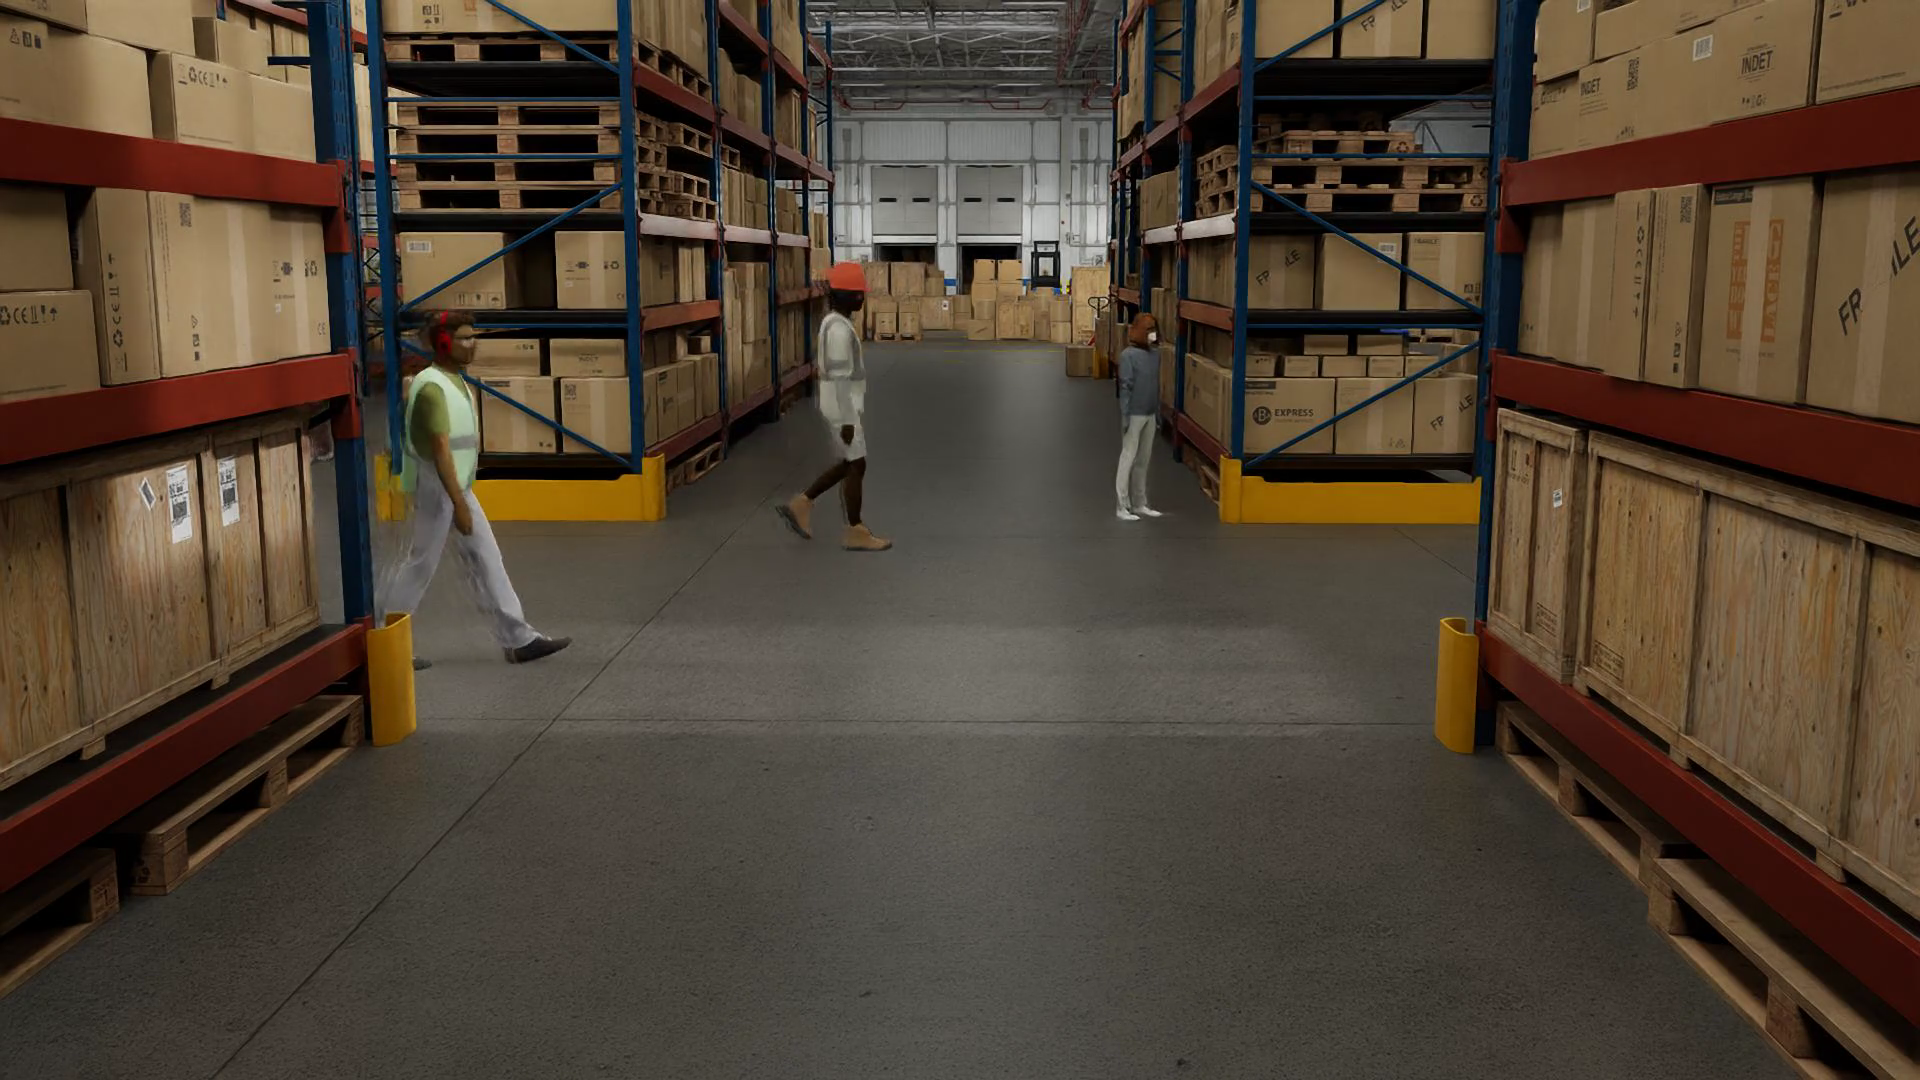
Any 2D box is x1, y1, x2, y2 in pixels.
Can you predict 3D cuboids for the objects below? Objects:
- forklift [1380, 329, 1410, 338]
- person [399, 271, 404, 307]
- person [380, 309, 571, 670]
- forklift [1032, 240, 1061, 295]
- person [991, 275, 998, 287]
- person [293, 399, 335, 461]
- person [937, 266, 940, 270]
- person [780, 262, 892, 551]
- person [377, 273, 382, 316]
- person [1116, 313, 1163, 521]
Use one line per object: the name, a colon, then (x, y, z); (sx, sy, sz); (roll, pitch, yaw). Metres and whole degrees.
forklift: (5.389, -3.361, 23.692); (1.873, 2.768, 1.129); (0, 9, 1)
person: (-18.529, -8.123, 55.679); (0.578, 1.729, 0.488); (-1, 9, -3)
person: (-2.490, -0.233, 8.211); (0.986, 1.790, 0.601); (0, 9, -2)
forklift: (3.172, -9.648, 61.356); (1.129, 2.768, 1.873); (0, 9, 1)
person: (1.395, -9.695, 65.419); (0.697, 1.608, 0.527); (5, 11, 29)
person: (-6.618, -1.662, 16.602); (0.638, 1.858, 1.004); (1, 9, 3)
person: (-0.886, -9.199, 61.650); (0.650, 1.886, 1.015); (5, 11, 29)
person: (-0.853, -0.913, 11.570); (0.687, 2.028, 0.629); (-1, 10, -8)
person: (-21.966, -9.417, 63.411); (0.612, 1.754, 0.533); (7, 12, 36)
person: (1.427, -0.973, 13.116); (0.267, 1.632, 0.507); (8, 13, 41)
